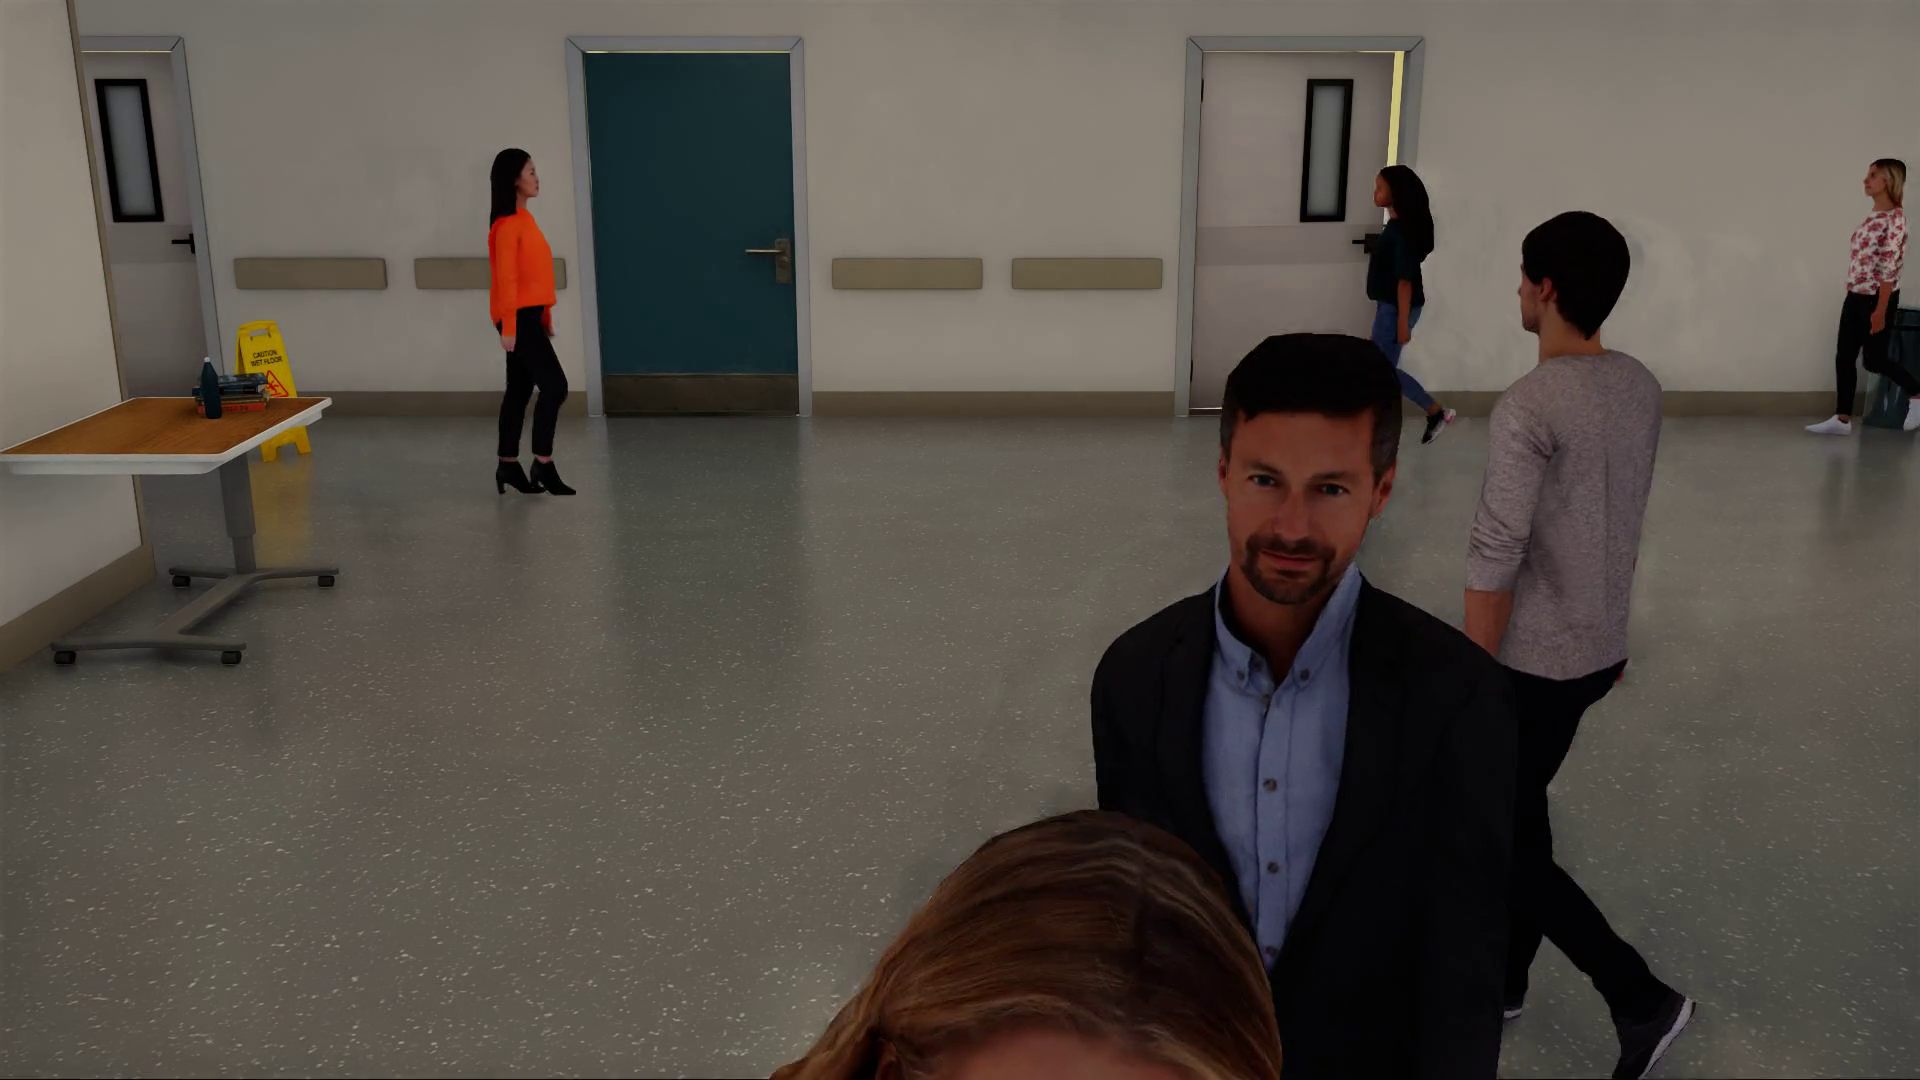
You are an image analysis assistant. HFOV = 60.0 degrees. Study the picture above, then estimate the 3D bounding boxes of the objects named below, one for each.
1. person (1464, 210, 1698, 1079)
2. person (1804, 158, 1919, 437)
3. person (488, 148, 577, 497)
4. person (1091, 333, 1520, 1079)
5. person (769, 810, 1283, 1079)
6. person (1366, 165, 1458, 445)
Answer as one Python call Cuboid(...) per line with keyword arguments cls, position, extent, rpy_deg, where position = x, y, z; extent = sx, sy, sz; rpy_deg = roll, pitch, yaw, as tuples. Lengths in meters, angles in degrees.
Cuboid(cls="person", position=(1.287, 0.266, 3.450), extent=(1.049, 1.822, 1.062), rpy_deg=(-11, 19, -35))
Cuboid(cls="person", position=(5.373, -1.375, 9.650), extent=(0.871, 1.615, 0.575), rpy_deg=(0, 16, 2))
Cuboid(cls="person", position=(-2.280, -1.058, 8.305), extent=(0.655, 1.734, 0.646), rpy_deg=(-1, 16, -4))
Cuboid(cls="person", position=(0.412, 0.679, 1.960), extent=(1.213, 1.834, 0.960), rpy_deg=(5, 17, 18))
Cuboid(cls="person", position=(0.025, 0.959, 1.089), extent=(0.930, 1.769, 0.905), rpy_deg=(7, 17, 25))
Cuboid(cls="person", position=(2.511, -1.248, 9.231), extent=(0.875, 1.598, 0.736), rpy_deg=(6, 17, 19))
